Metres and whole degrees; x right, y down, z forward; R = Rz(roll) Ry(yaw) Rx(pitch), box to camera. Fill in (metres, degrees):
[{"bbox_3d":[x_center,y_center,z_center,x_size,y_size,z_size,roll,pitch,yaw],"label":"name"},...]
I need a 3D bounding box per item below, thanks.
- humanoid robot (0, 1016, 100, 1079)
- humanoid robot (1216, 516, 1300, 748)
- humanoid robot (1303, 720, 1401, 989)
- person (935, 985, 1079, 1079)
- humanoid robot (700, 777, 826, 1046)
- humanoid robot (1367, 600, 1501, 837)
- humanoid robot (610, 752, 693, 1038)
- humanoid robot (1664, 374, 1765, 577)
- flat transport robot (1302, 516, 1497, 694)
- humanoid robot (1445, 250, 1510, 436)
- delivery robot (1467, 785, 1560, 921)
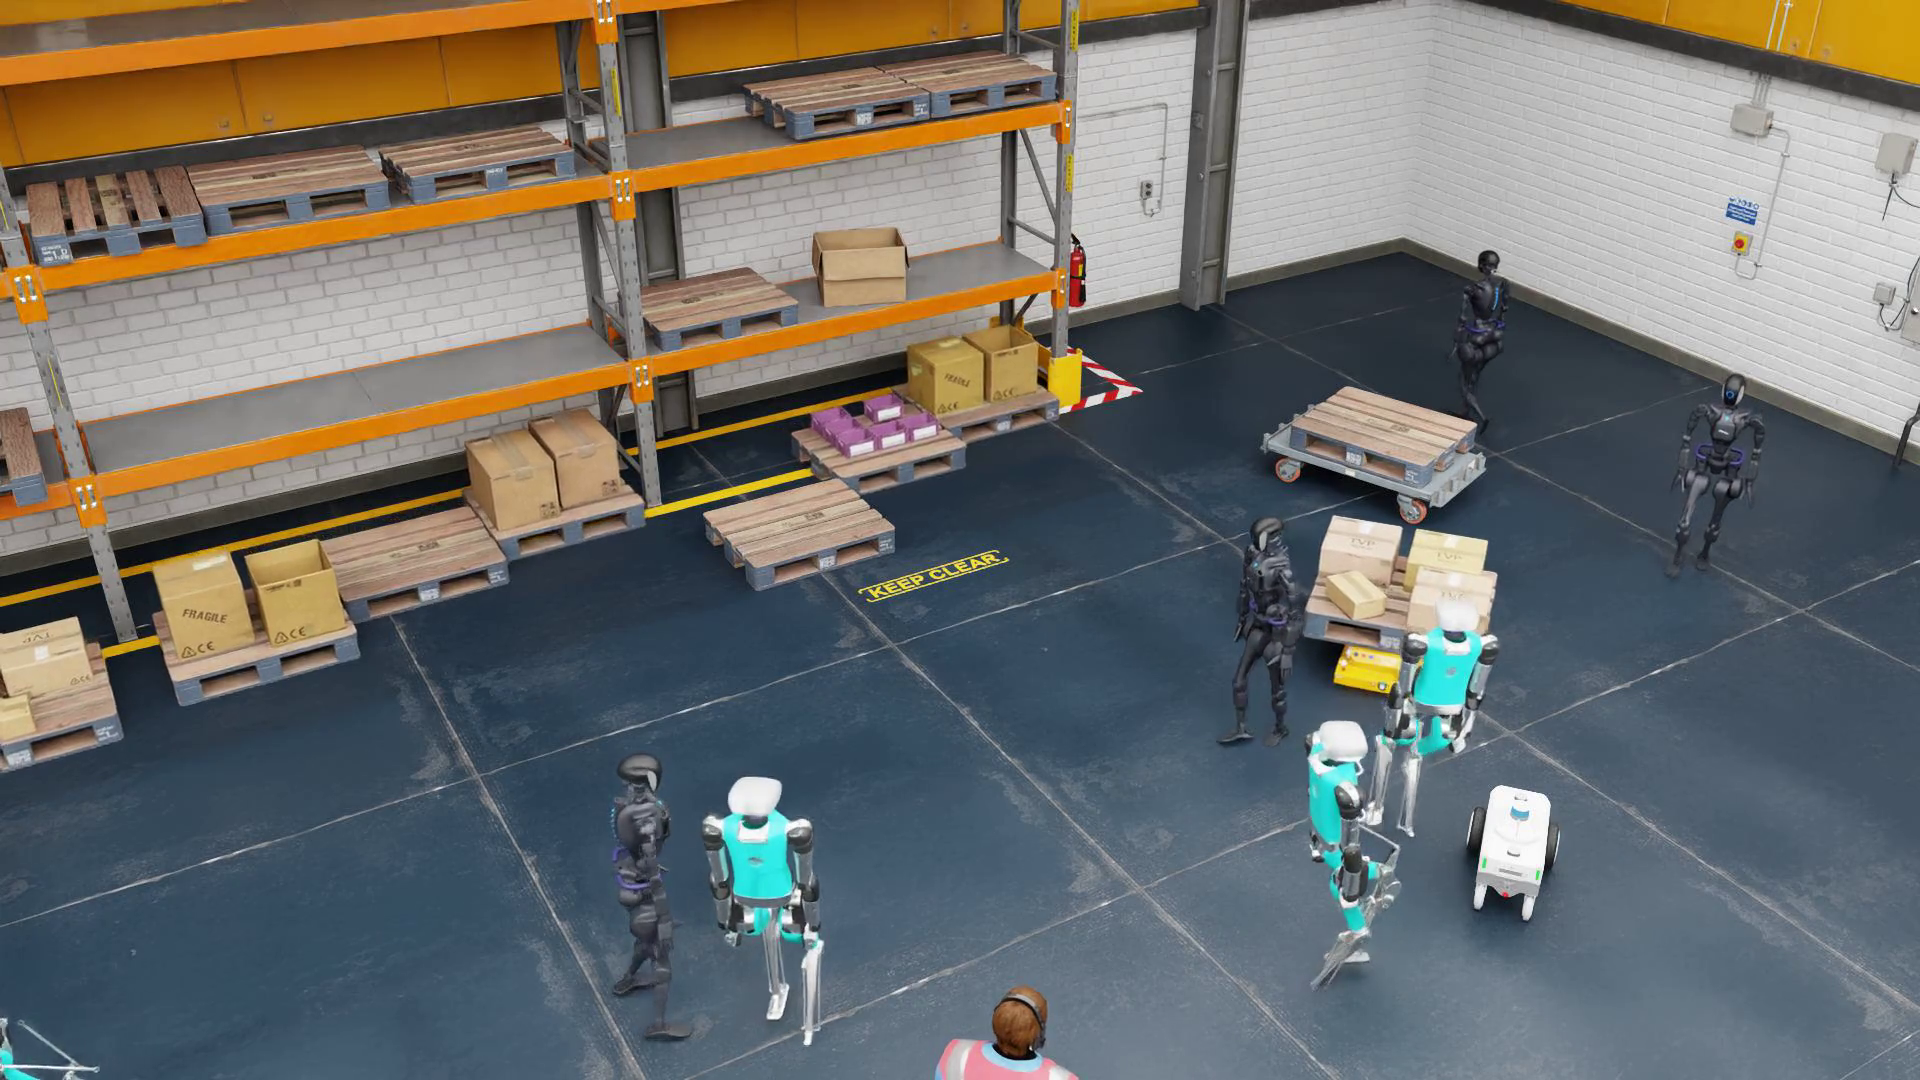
[{"bbox_3d":[-4.050,2.299,7.448,0.974,1.776,0.530,-12,32,-21],"label":"humanoid robot"},{"bbox_3d":[1.923,0.599,10.500,0.606,1.636,0.612,-13,32,-22],"label":"humanoid robot"},{"bbox_3d":[2.104,1.662,8.571,0.804,1.795,0.556,-5,30,-10],"label":"humanoid robot"},{"bbox_3d":[0.214,2.566,6.851,0.628,1.835,0.431,10,31,18],"label":"person"},{"bbox_3d":[-0.930,1.774,8.347,0.538,1.773,0.817,2,30,3],"label":"humanoid robot"},{"bbox_3d":[2.691,1.010,9.719,0.549,1.789,0.803,-1,29,-1],"label":"humanoid robot"},{"bbox_3d":[-1.633,1.761,8.418,0.387,1.638,0.603,-10,31,-17],"label":"humanoid robot"},{"bbox_3d":[5.641,-0.474,12.394,0.596,1.640,0.559,15,33,25],"label":"humanoid robot"},{"bbox_3d":[3.110,0.642,11.838,0.659,0.231,1.431,10,31,18],"label":"flat transport robot"},{"bbox_3d":[4.635,-1.742,14.643,0.610,1.629,0.619,-14,32,-23],"label":"humanoid robot"},{"bbox_3d":[3.189,1.759,9.590,0.499,0.614,0.808,10,31,18],"label":"delivery robot"}]
